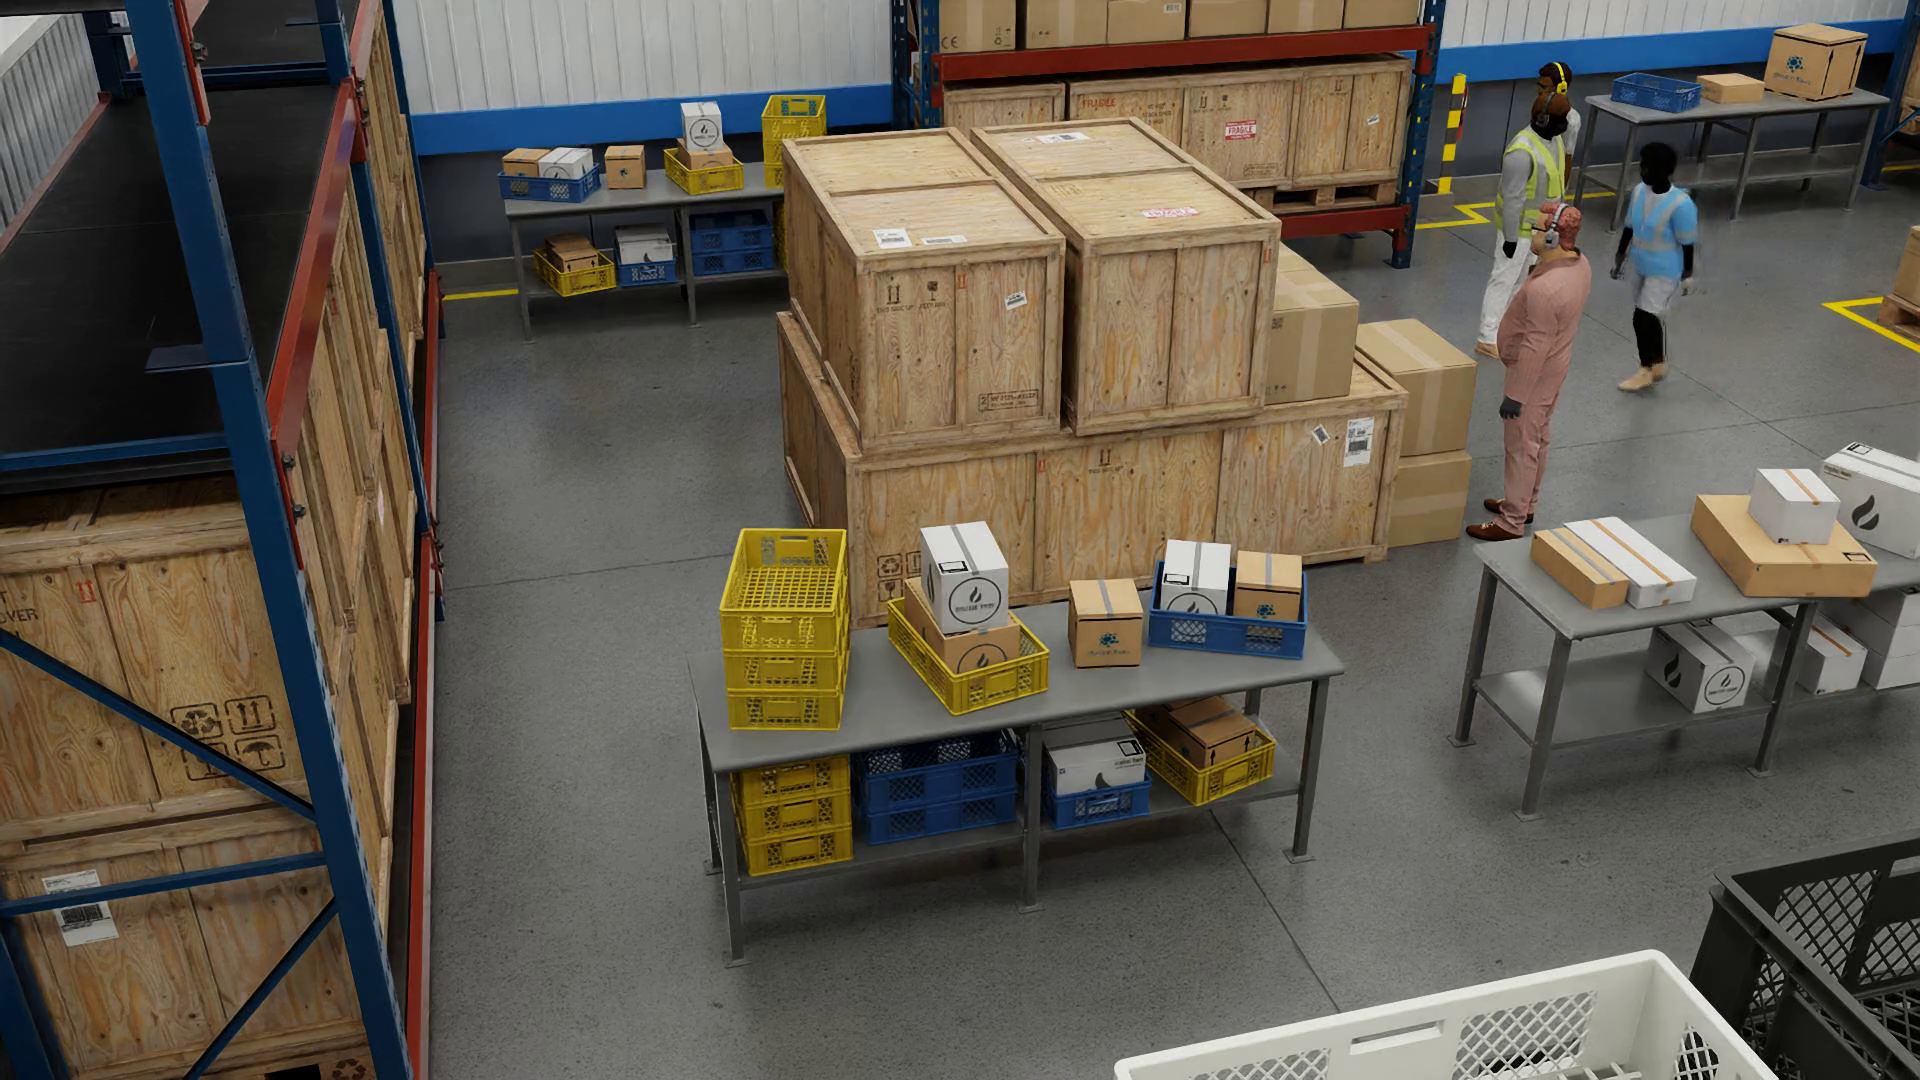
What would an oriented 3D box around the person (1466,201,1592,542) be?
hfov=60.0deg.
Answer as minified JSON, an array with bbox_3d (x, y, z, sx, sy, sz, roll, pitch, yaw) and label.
[{"bbox_3d":[3.096,-0.900,9.039,0.407,1.908,0.641,17,33,28],"label":"person"}]

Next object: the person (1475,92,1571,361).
[{"bbox_3d":[3.877,-2.148,11.385,0.431,1.835,0.624,22,36,34],"label":"person"}]

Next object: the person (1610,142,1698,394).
[{"bbox_3d":[4.541,-1.774,10.864,0.564,1.657,0.548,-7,30,-13],"label":"person"}]
